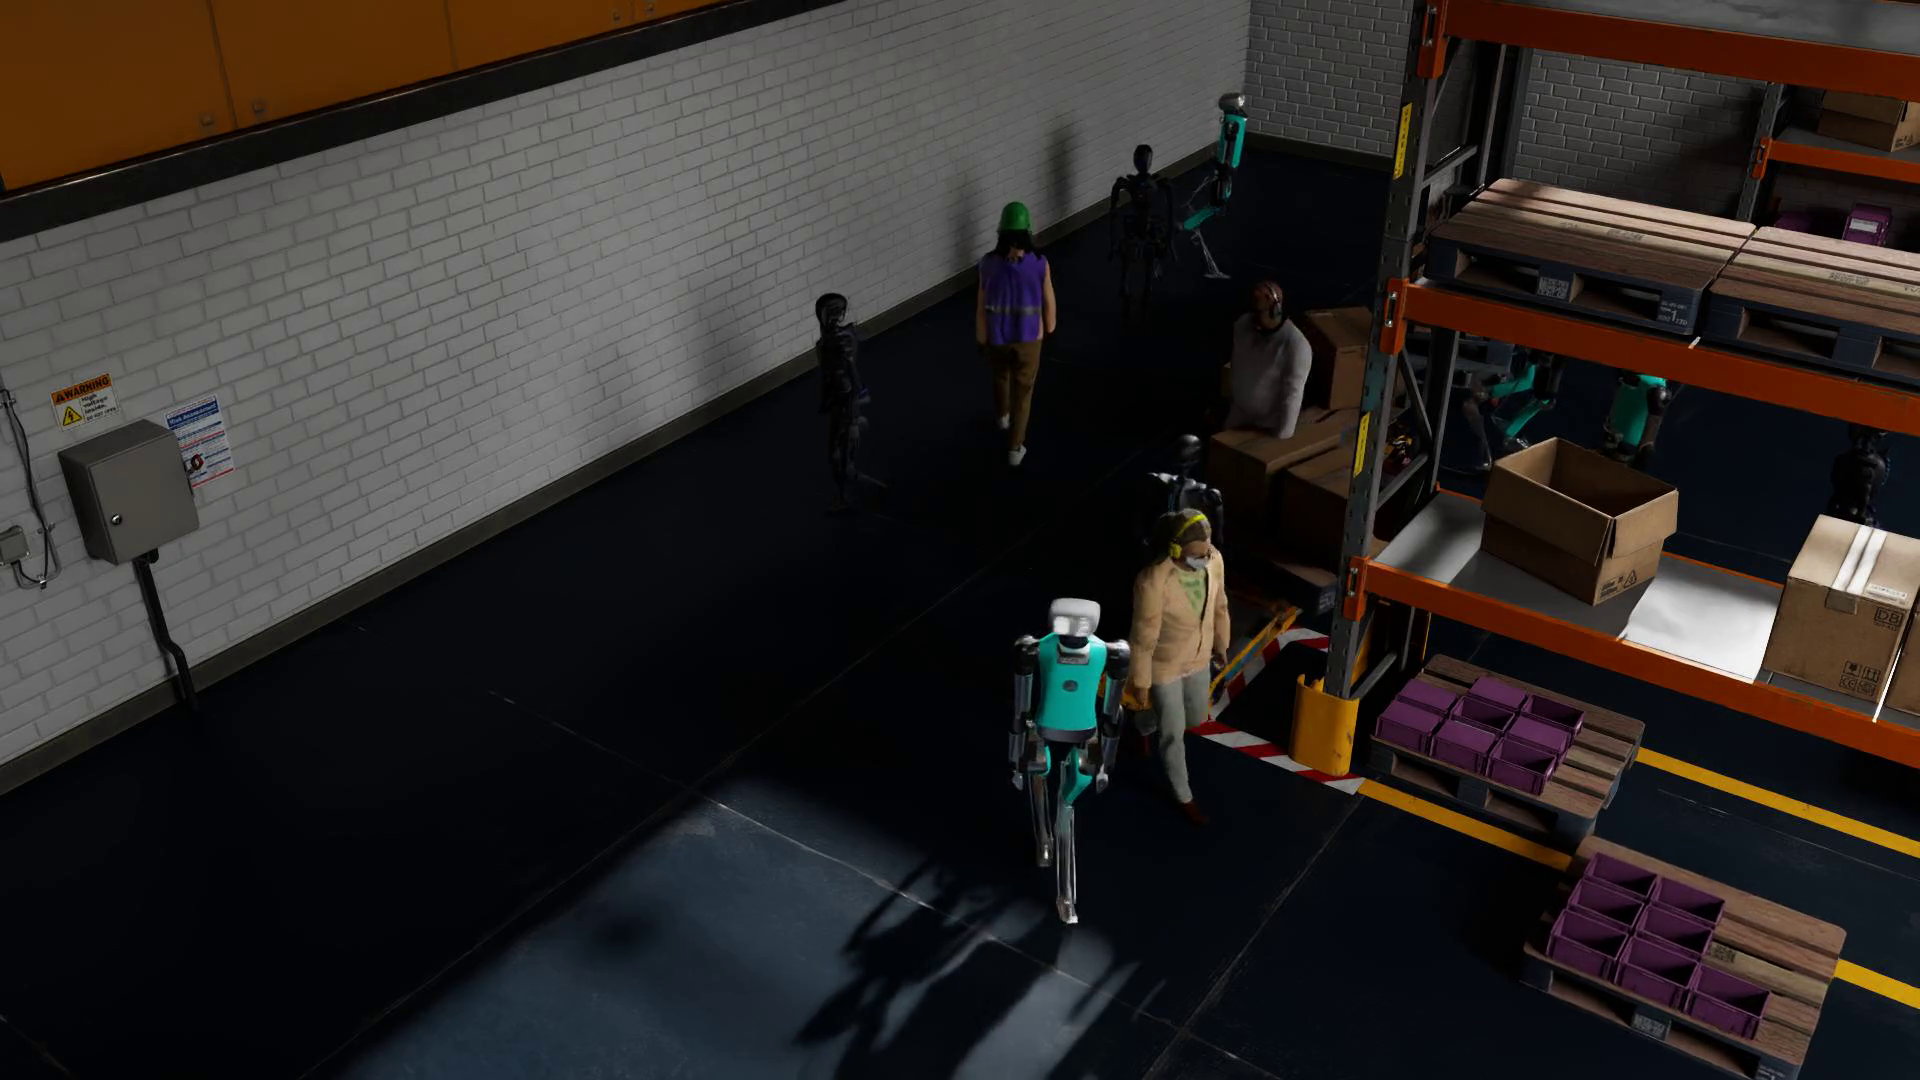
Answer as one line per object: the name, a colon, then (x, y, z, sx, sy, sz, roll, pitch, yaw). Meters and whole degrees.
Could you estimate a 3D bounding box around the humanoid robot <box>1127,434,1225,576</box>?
humanoid robot: (1.196, 0.159, 9.354, 0.599, 1.651, 0.339, 18, 34, 28)

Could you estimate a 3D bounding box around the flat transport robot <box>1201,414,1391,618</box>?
flat transport robot: (2.165, 0.169, 10.747, 1.431, 0.231, 0.659, -22, 36, -33)

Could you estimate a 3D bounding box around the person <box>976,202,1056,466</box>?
person: (0.425, -1.558, 12.116, 0.548, 1.891, 0.934, 6, 30, 10)

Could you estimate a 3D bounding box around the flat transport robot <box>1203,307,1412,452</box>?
flat transport robot: (2.617, -0.876, 12.559, 1.431, 0.231, 0.659, 23, 37, 34)

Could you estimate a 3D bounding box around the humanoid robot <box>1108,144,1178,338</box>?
humanoid robot: (1.551, -2.528, 14.013, 0.591, 1.655, 0.391, 3, 30, 5)

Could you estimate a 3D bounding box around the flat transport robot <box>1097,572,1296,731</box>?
flat transport robot: (1.413, 0.629, 9.949, 0.659, 0.231, 1.431, 19, 35, 30)

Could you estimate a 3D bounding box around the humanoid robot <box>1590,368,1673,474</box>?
humanoid robot: (3.837, -0.368, 10.265, 1.045, 1.763, 0.544, -3, 30, -5)

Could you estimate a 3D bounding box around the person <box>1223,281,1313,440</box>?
person: (1.880, -0.759, 10.741, 0.788, 1.873, 0.670, -22, 37, -33)

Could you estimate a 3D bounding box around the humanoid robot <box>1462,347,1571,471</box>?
humanoid robot: (3.926, -1.140, 11.541, 0.995, 1.738, 0.566, 1, 30, 2)

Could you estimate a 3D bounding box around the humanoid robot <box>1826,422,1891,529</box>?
humanoid robot: (5.085, -0.014, 9.658, 0.447, 1.649, 0.610, 9, 31, 16)

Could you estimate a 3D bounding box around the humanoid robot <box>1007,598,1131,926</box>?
humanoid robot: (0.490, 0.943, 7.923, 0.558, 1.741, 0.936, 1, 30, 1)

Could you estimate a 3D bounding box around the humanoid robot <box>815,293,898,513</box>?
humanoid robot: (-0.724, -0.922, 11.225, 0.470, 1.636, 0.604, -14, 33, -22)

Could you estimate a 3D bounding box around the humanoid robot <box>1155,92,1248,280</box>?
humanoid robot: (2.111, -3.180, 15.124, 0.891, 1.813, 0.556, 7, 31, 13)

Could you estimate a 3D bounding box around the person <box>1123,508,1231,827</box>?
person: (1.061, 0.576, 8.467, 0.611, 1.849, 0.670, -20, 35, -30)
